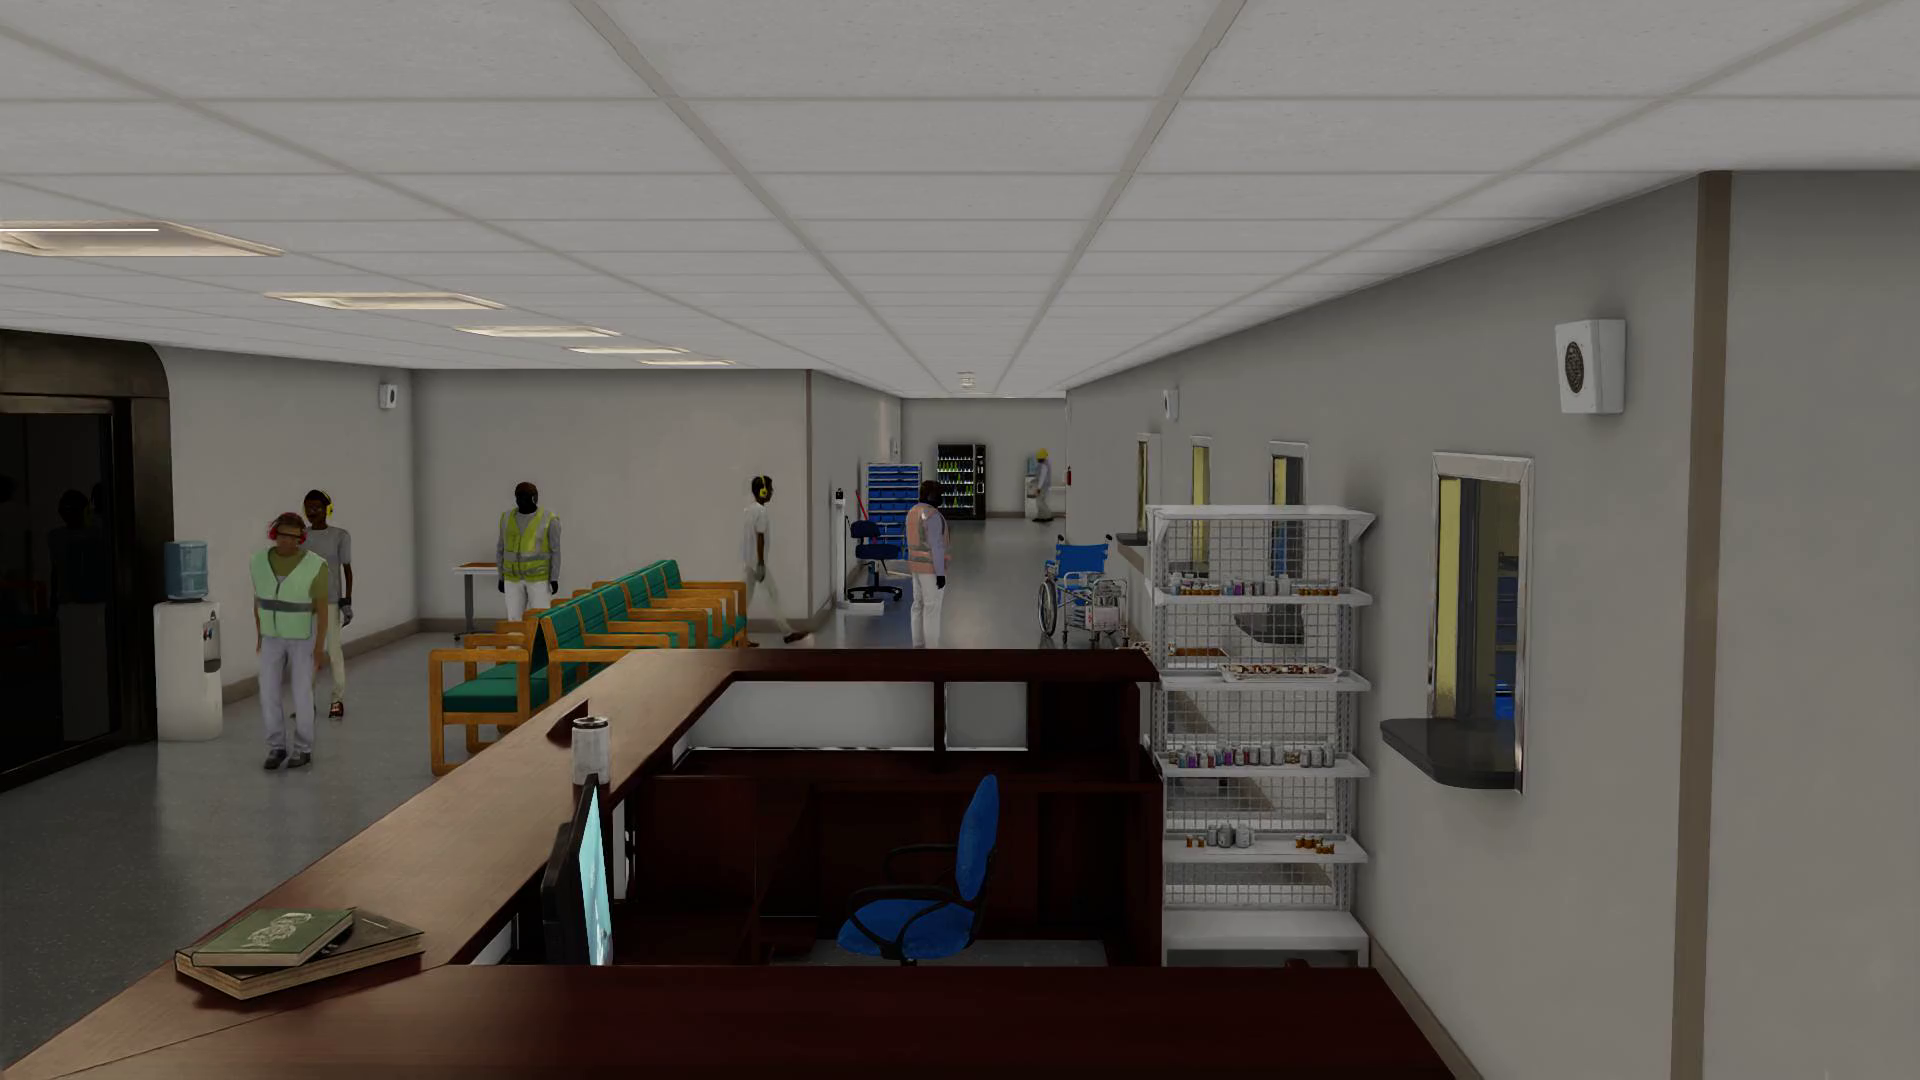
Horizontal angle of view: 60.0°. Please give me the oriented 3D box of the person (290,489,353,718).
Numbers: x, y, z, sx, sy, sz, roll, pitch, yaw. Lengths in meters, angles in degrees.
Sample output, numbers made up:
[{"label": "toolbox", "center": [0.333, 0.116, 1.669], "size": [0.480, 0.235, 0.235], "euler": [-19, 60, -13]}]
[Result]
[{"label": "person", "center": [-5.206, 0.521, 13.555], "size": [0.514, 1.872, 0.332], "euler": [0, 4, -1]}]

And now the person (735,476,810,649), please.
[{"label": "person", "center": [-2.044, 0.239, 17.743], "size": [0.914, 1.829, 0.557], "euler": [-3, 5, -32]}]

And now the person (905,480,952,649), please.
[{"label": "person", "center": [-0.299, 0.317, 16.657], "size": [0.429, 1.839, 0.623], "euler": [-2, 5, -28]}]

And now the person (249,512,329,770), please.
[{"label": "person", "center": [-4.622, 0.699, 11.506], "size": [0.593, 1.797, 0.546], "euler": [0, 4, 2]}]

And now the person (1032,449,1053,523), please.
[{"label": "person", "center": [1.976, -1.284, 39.569], "size": [0.466, 1.783, 0.646], "euler": [0, 4, 2]}]

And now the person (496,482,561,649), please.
[{"label": "person", "center": [-4.155, 0.363, 15.974], "size": [0.620, 1.845, 0.430], "euler": [0, 4, 7]}]
